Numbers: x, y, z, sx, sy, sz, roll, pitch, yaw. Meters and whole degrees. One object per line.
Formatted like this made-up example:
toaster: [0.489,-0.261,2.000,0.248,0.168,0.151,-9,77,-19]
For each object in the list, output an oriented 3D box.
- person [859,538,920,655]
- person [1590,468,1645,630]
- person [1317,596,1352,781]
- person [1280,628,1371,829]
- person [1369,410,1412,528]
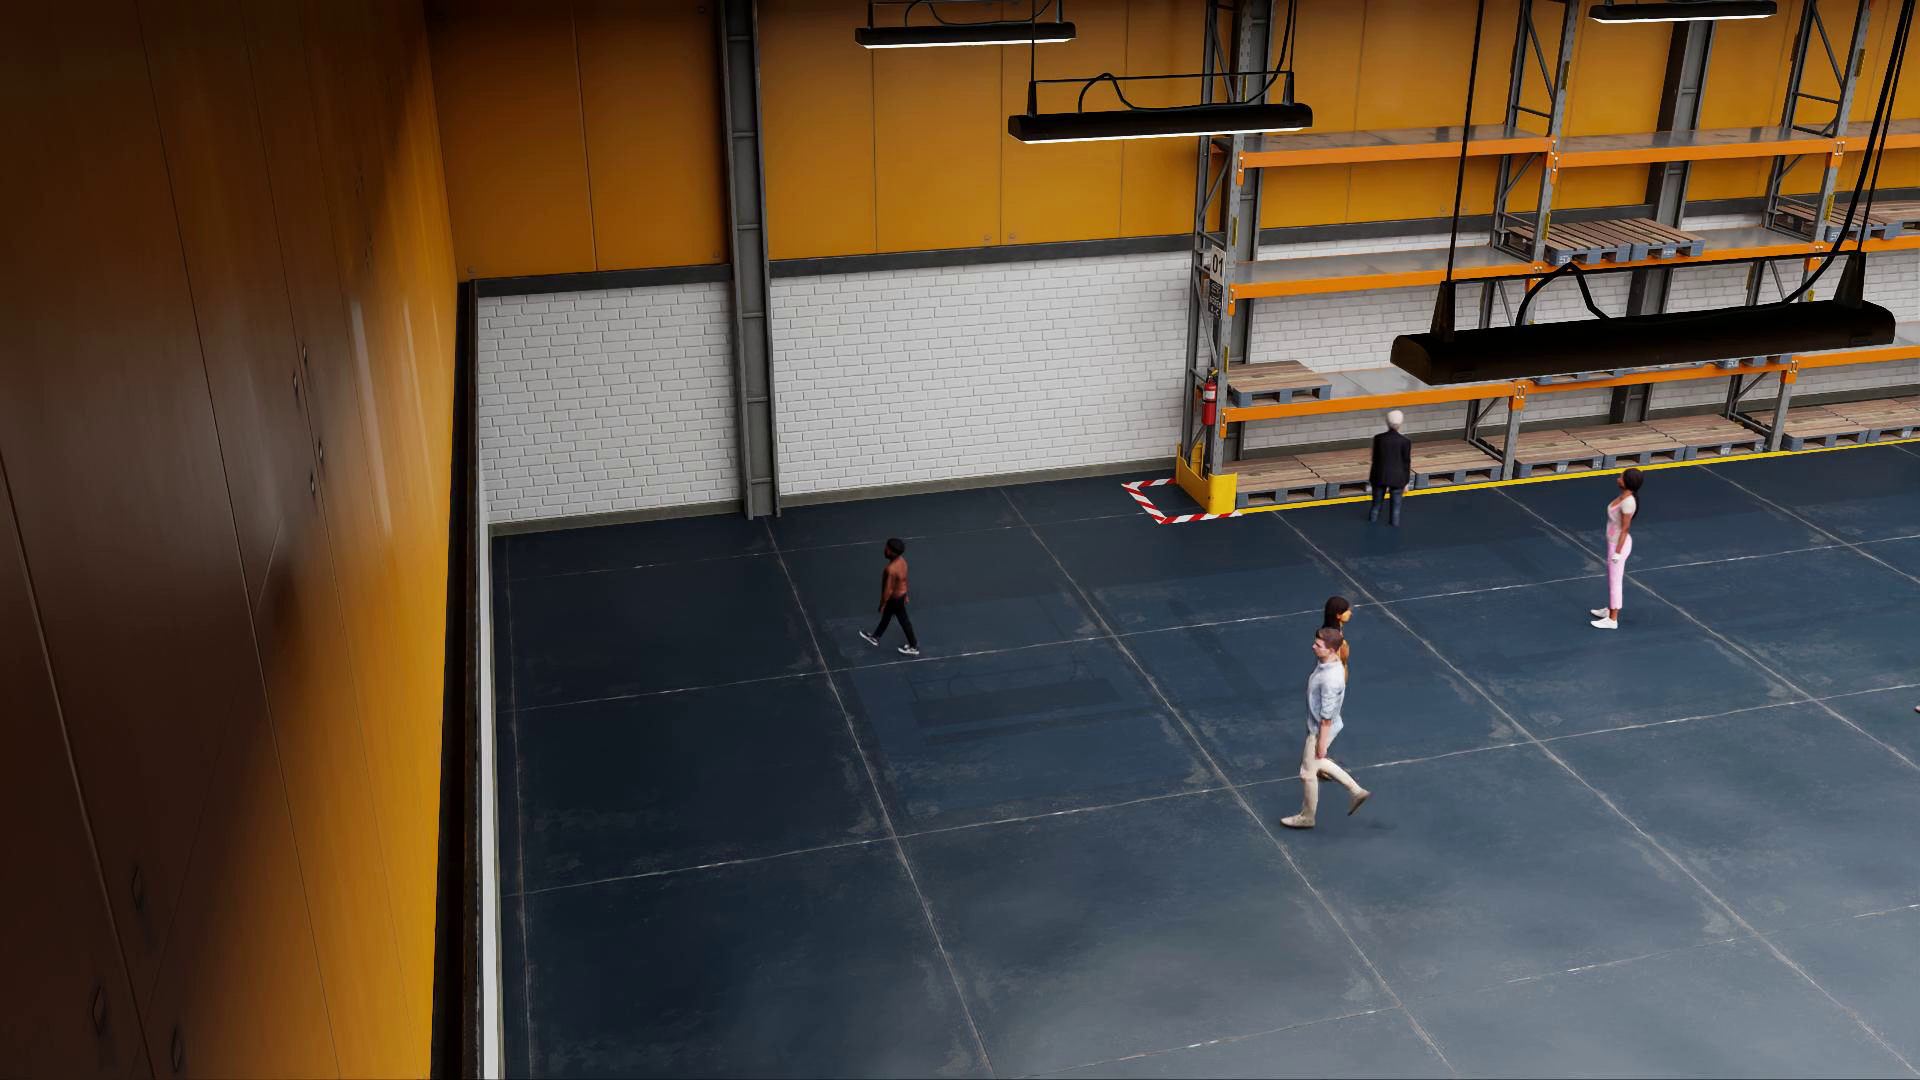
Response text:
person: [-0.576,0.585,16.494,0.958,1.221,0.813,7,25,16]
person: [6.748,0.072,17.018,0.691,1.740,0.657,9,25,20]
person: [3.192,1.261,14.366,0.603,1.686,0.618,1,24,3]
person: [3.034,1.546,13.533,1.056,1.831,0.898,4,24,10]
person: [5.091,-0.679,19.681,0.820,1.782,0.788,13,27,27]
